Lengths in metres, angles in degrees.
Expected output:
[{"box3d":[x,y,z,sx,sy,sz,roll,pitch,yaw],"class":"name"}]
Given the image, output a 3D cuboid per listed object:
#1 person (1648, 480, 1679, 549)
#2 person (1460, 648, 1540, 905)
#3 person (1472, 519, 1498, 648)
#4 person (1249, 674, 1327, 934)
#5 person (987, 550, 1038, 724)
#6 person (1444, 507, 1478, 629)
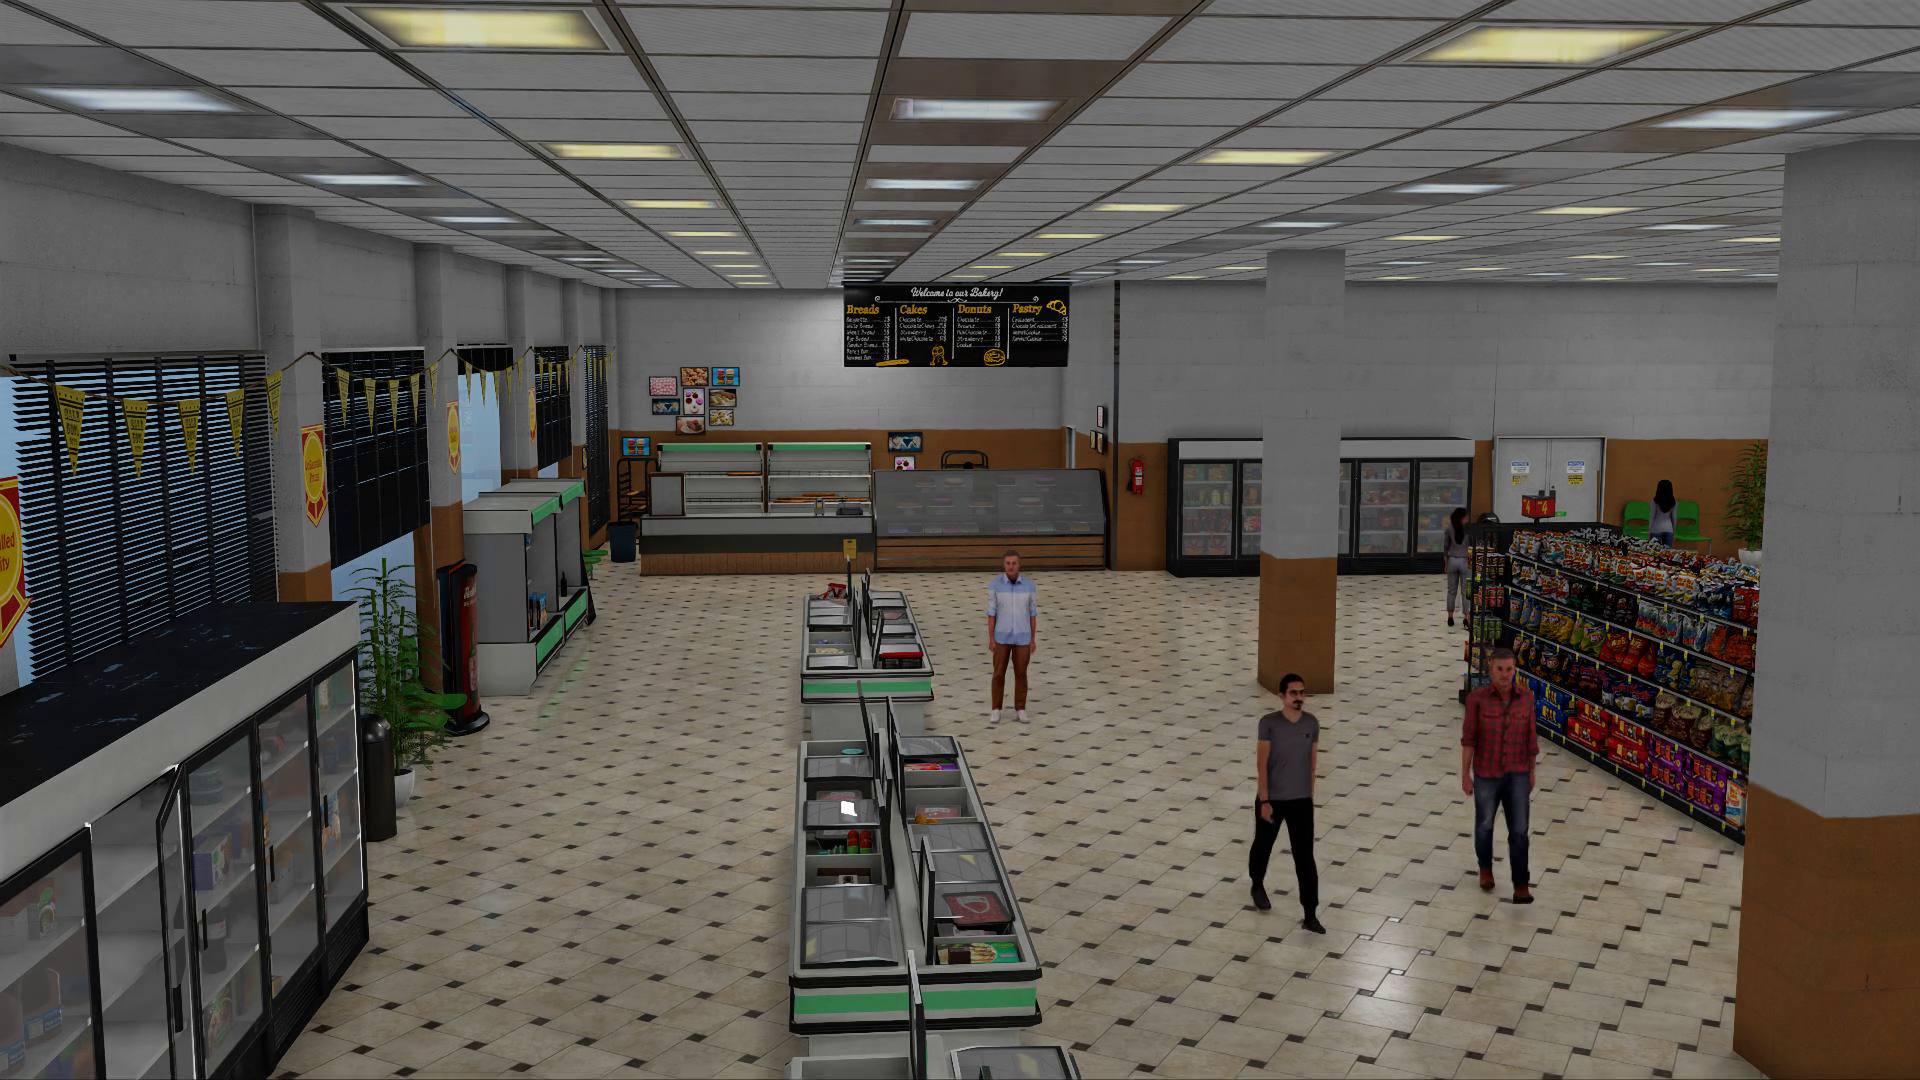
[{"box3d":[11.454,-0.121,27.115,0.602,1.735,0.527,0,7,-2],"class":"person"},{"box3d":[3.889,1.668,12.044,0.889,1.798,1.177,1,7,8],"class":"person"},{"box3d":[6.754,0.585,21.356,0.593,1.714,0.585,-1,7,-11],"class":"person"},{"box3d":[2.201,1.779,11.474,0.607,1.715,1.143,-1,7,-7],"class":"person"},{"box3d":[0.542,1.003,17.437,0.676,1.825,0.530,-1,7,-5],"class":"person"},{"box3d":[6.979,0.380,23.215,0.714,1.677,0.757,5,8,34],"class":"person"}]
